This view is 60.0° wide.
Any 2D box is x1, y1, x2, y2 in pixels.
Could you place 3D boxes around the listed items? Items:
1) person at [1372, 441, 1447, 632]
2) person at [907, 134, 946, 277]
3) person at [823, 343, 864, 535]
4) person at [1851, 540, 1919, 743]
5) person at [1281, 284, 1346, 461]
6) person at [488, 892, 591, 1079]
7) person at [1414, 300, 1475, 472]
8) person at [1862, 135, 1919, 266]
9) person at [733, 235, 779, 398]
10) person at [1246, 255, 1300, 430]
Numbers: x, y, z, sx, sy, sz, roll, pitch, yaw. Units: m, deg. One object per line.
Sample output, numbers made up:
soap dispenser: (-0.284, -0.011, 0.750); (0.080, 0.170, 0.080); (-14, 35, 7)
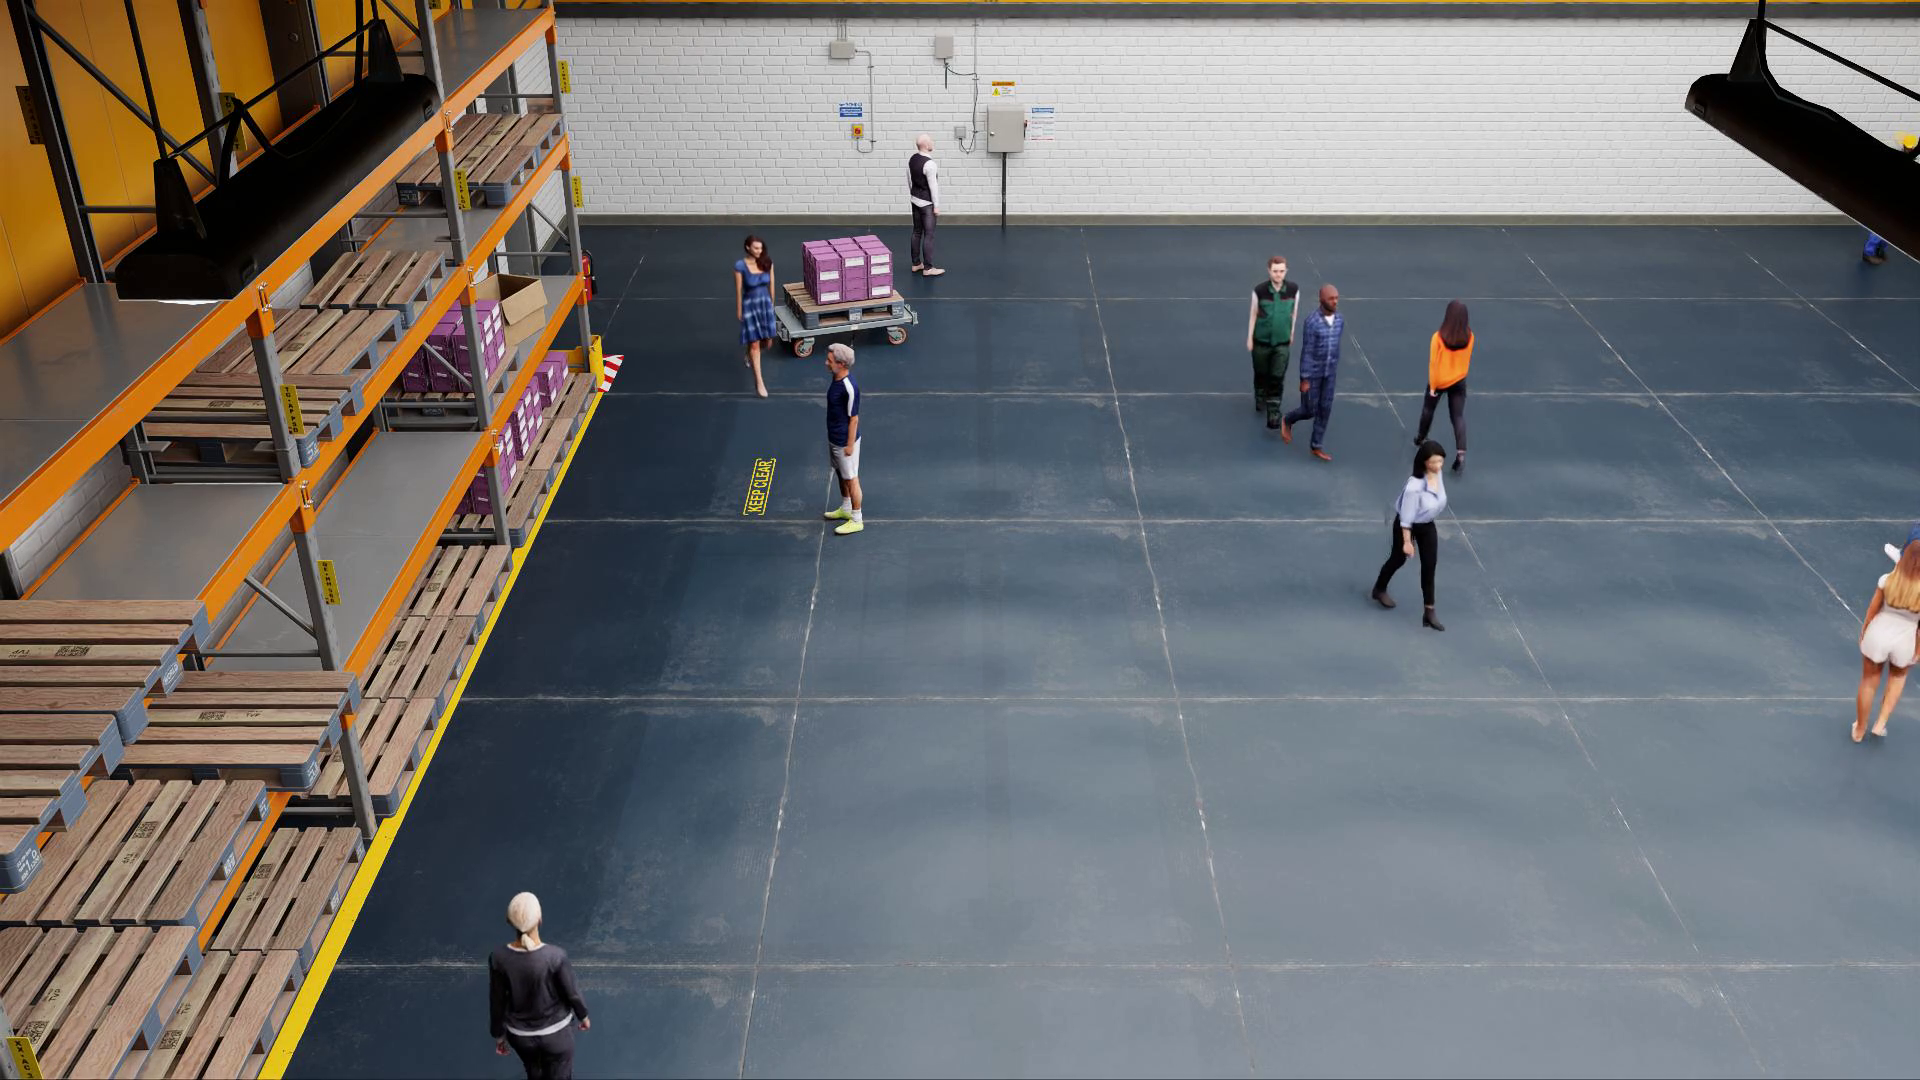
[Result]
person: (3.722, -0.097, 13.851); (1.027, 1.689, 1.150); (-23, 36, -36)
person: (-0.461, -4.332, 21.476); (0.839, 1.823, 0.749); (-21, 35, -33)
person: (-1.066, -0.950, 15.259); (0.771, 1.839, 0.627); (-11, 30, -19)
person: (6.835, 0.790, 12.230); (0.683, 1.685, 0.722); (15, 32, 25)
person: (3.541, -1.712, 16.689); (0.907, 1.806, 1.034); (-15, 32, -25)
person: (-2.248, 2.642, 8.814); (0.656, 1.705, 0.869); (1, 29, 2)
person: (4.860, -1.492, 16.391); (0.729, 1.706, 1.174); (-4, 29, -8)
person: (12.185, -4.465, 21.777); (0.830, 1.769, 0.888); (-15, 32, -25)
person: (-2.248, -2.468, 18.093); (0.908, 1.789, 1.035); (-16, 33, -27)
person: (3.252, -2.107, 17.433); (0.698, 1.789, 1.137); (2, 29, 3)
